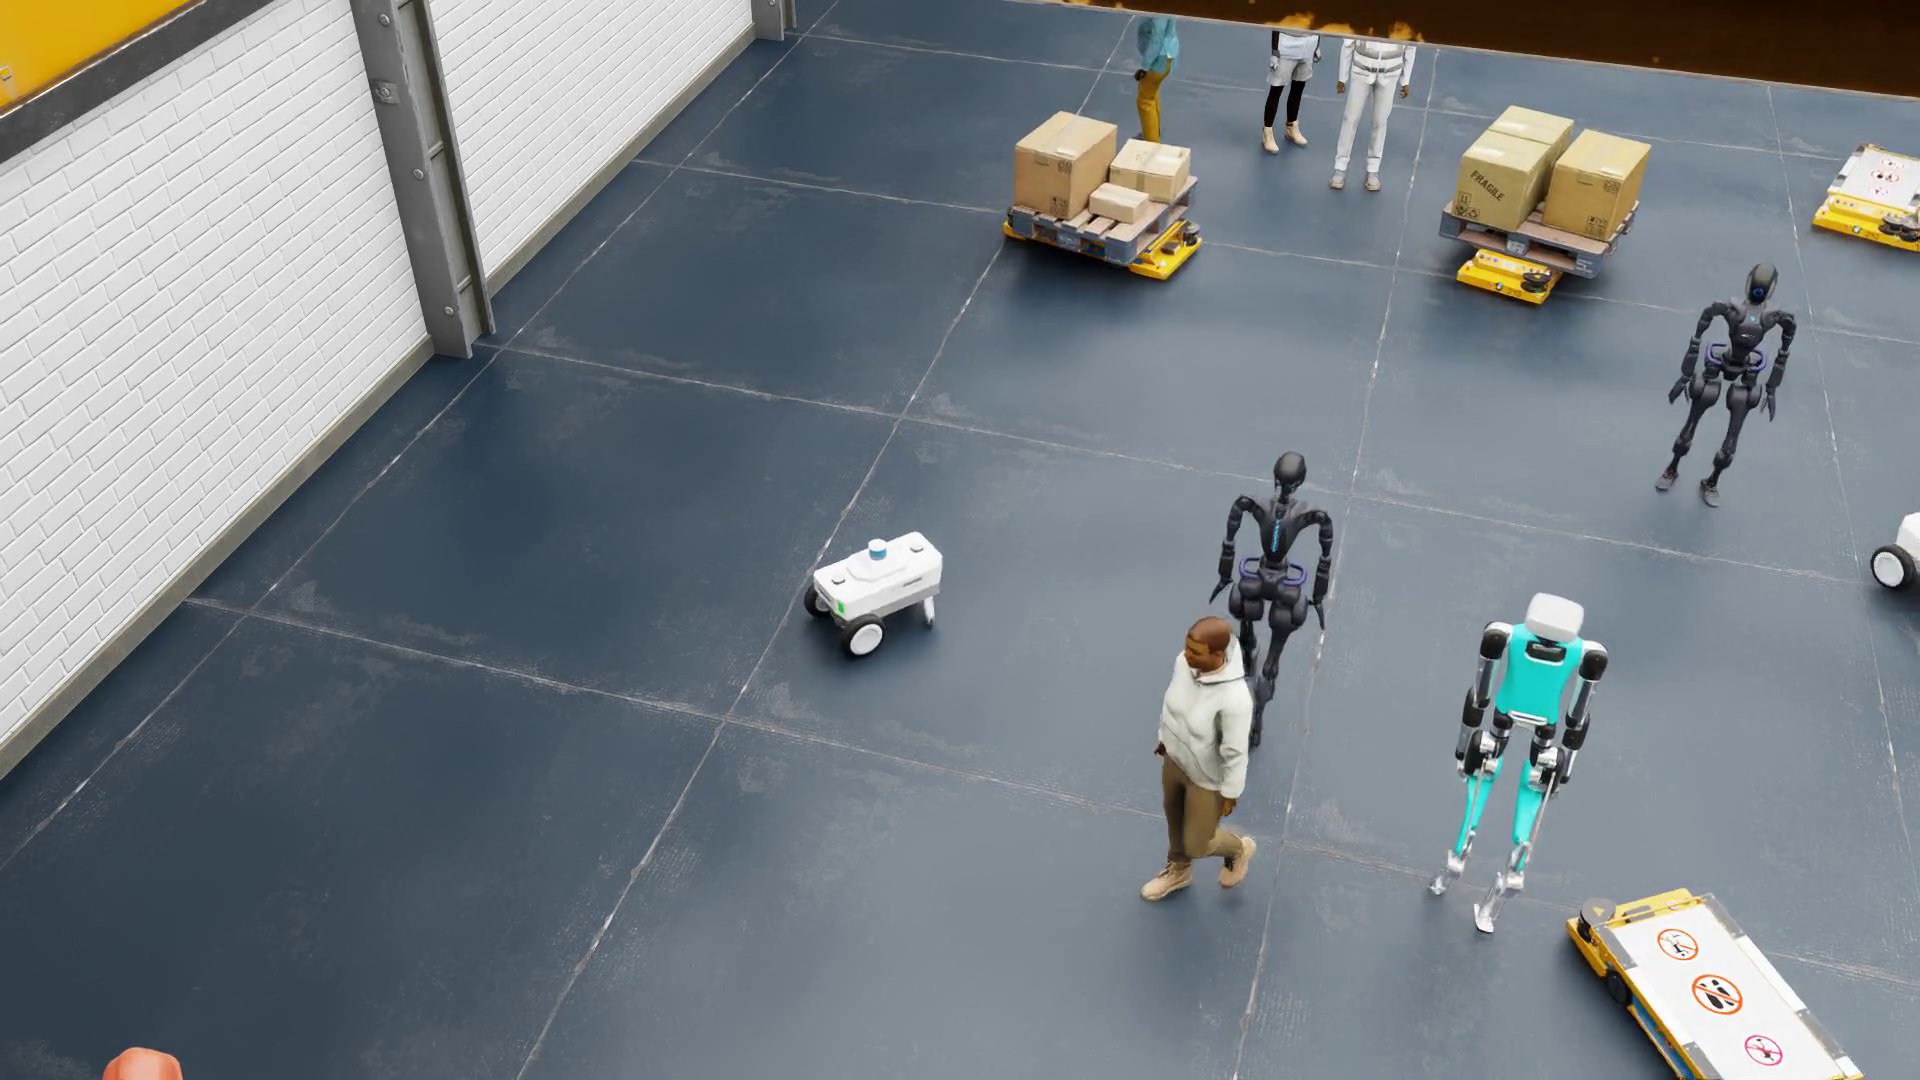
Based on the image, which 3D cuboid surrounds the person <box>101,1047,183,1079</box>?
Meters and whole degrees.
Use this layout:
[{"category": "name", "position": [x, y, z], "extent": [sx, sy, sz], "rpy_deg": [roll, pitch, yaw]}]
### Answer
[{"category": "person", "position": [-2.569, 2.382, 5.712], "extent": [0.550, 1.934, 0.373], "rpy_deg": [-13, 40, -15]}]

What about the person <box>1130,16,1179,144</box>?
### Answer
[{"category": "person", "position": [1.629, -4.011, 13.824], "extent": [0.368, 1.731, 0.643], "rpy_deg": [9, 40, 10]}]

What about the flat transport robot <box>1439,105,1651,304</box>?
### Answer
[{"category": "flat transport robot", "position": [4.414, -2.280, 12.840], "extent": [0.659, 0.231, 1.431], "rpy_deg": [23, 44, 26]}]

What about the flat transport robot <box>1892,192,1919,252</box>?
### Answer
[{"category": "flat transport robot", "position": [8.054, -2.377, 12.961], "extent": [1.431, 0.231, 0.659], "rpy_deg": [14, 41, 16]}]

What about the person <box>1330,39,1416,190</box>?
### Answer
[{"category": "person", "position": [3.325, -3.718, 13.341], "extent": [0.580, 1.882, 0.338], "rpy_deg": [6, 39, 7]}]

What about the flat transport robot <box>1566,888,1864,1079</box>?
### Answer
[{"category": "flat transport robot", "position": [3.374, 2.138, 7.345], "extent": [0.659, 0.231, 1.431], "rpy_deg": [-11, 40, -13]}]

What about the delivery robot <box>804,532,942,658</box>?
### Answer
[{"category": "delivery robot", "position": [-0.482, 0.281, 9.437], "extent": [0.778, 0.607, 0.524], "rpy_deg": [-22, 44, -25]}]

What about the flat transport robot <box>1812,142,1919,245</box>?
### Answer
[{"category": "flat transport robot", "position": [7.471, -2.824, 13.517], "extent": [0.659, 0.231, 1.431], "rpy_deg": [24, 45, 27]}]

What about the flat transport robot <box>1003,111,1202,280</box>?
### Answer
[{"category": "flat transport robot", "position": [1.113, -2.426, 13.022], "extent": [1.431, 0.231, 0.659], "rpy_deg": [21, 43, 24]}]

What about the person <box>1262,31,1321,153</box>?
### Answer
[{"category": "person", "position": [2.811, -4.104, 13.968], "extent": [0.533, 1.697, 0.318], "rpy_deg": [-18, 42, -21]}]

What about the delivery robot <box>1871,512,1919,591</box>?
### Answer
[{"category": "delivery robot", "position": [5.756, 0.152, 9.578], "extent": [0.499, 0.583, 0.767], "rpy_deg": [-14, 41, -17]}]

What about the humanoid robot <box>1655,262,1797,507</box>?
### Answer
[{"category": "humanoid robot", "position": [4.662, -0.958, 10.072], "extent": [0.610, 1.649, 0.306], "rpy_deg": [13, 40, 15]}]

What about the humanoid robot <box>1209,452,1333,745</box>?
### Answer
[{"category": "humanoid robot", "position": [1.616, 0.238, 8.620], "extent": [0.612, 1.619, 0.782], "rpy_deg": [11, 40, 13]}]

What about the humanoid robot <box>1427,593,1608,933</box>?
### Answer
[{"category": "humanoid robot", "position": [2.468, 1.108, 7.463], "extent": [0.531, 1.795, 0.695], "rpy_deg": [12, 40, 14]}]

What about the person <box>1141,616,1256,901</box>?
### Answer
[{"category": "person", "position": [1.107, 1.019, 7.546], "extent": [0.459, 1.753, 0.540], "rpy_deg": [-21, 43, -24]}]
